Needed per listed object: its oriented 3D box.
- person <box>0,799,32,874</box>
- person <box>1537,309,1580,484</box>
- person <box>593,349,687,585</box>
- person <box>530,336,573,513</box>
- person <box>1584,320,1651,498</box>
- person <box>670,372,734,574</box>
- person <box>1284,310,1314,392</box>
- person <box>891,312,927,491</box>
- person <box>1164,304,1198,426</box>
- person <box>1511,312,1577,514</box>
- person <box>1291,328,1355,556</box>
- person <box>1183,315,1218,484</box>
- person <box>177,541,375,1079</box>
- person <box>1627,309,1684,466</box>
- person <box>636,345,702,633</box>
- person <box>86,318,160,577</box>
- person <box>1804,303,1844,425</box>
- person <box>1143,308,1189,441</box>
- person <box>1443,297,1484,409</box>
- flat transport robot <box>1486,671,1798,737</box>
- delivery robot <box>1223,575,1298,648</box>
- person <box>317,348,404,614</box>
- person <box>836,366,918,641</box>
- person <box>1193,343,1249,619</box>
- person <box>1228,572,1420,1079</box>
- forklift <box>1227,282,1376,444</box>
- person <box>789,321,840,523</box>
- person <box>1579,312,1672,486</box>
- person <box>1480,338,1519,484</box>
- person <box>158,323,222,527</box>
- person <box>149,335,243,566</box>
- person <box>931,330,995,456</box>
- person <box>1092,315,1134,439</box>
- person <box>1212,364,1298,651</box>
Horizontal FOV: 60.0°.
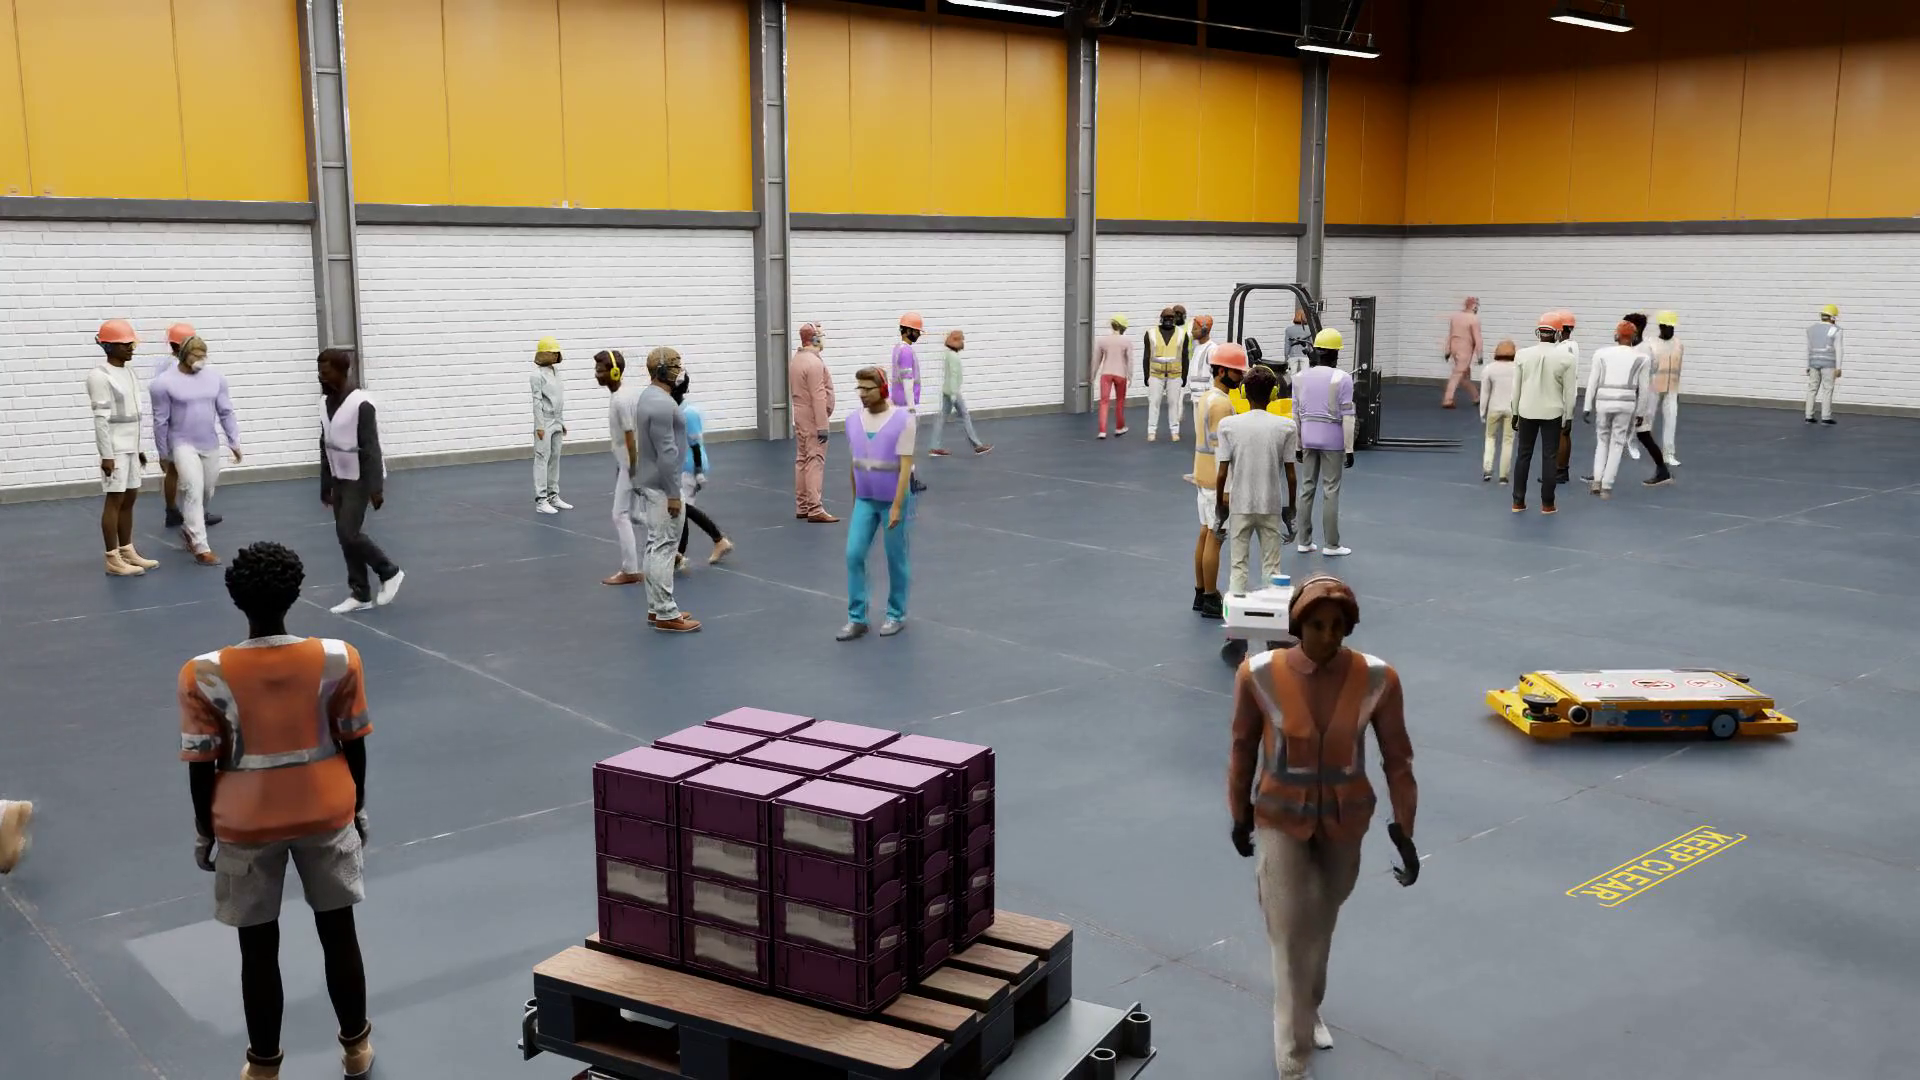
[{"bbox_3d":[-3.977,0.555,6.333,0.637,1.820,0.749,7,12,34],"label":"person"},{"bbox_3d":[6.701,-1.597,18.581,0.349,1.942,0.543,6,11,32],"label":"person"},{"bbox_3d":[-2.471,-0.560,12.842,0.643,1.836,0.545,-2,10,-10],"label":"person"},{"bbox_3d":[-4.059,-1.144,16.508,0.295,1.744,0.484,3,10,16],"label":"person"},{"bbox_3d":[6.908,-1.371,17.496,0.605,1.855,0.598,5,11,28],"label":"person"},{"bbox_3d":[-2.163,-0.575,13.393,0.698,1.672,0.547,-5,11,-27],"label":"person"},{"bbox_3d":[5.720,-3.058,28.032,0.507,1.632,0.265,3,10,17],"label":"person"},{"bbox_3d":[-0.555,-1.502,18.064,0.369,1.929,0.542,-2,10,-11],"label":"person"},{"bbox_3d":[3.303,-2.650,25.132,0.622,1.818,0.810,5,11,28],"label":"person"},{"bbox_3d":[5.737,-1.240,16.376,0.619,1.989,0.396,6,11,31],"label":"person"},{"bbox_3d":[3.081,-0.823,14.090,0.588,1.927,0.365,9,13,42],"label":"person"},{"bbox_3d":[2.714,-1.561,18.535,0.337,1.882,0.585,-2,10,-9],"label":"person"},{"bbox_3d":[-2.028,0.847,4.984,0.536,1.696,0.322,-5,11,-29],"label":"person"},{"bbox_3d":[8.560,-1.883,20.406,0.598,1.896,0.898,-2,10,-11],"label":"person"},{"bbox_3d":[-1.989,-0.343,11.248,0.372,1.940,0.632,-3,10,-19],"label":"person"},{"bbox_3d":[-6.651,-0.737,13.245,0.396,2.042,0.610,0,10,-1],"label":"person"},{"bbox_3d":[12.994,-2.637,24.997,0.404,1.827,0.599,-6,11,-30],"label":"person"},{"bbox_3d":[2.820,-2.258,22.788,0.631,1.838,0.430,1,10,5],"label":"person"},{"bbox_3d":[8.483,-3.113,27.723,1.014,1.846,0.663,-3,10,-19],"label":"person"},{"bbox_3d":[3.668,0.874,8.996,1.431,0.197,0.652,0,10,-2],"label":"flat transport robot"},{"bbox_3d":[1.988,0.461,10.310,0.707,0.478,0.477,2,10,13],"label":"delivery robot"},{"bbox_3d":[-4.307,-0.416,11.794,0.624,1.897,0.459,8,13,40],"label":"person"},{"bbox_3d":[-0.567,-0.228,10.950,0.560,1.813,0.723,5,11,28],"label":"person"},{"bbox_3d":[1.836,-0.416,11.700,0.374,1.930,0.542,0,10,-2],"label":"person"},{"bbox_3d":[1.090,0.889,5.028,0.537,1.581,0.870,0,10,2],"label":"person"},{"bbox_3d":[4.328,-2.346,22.227,2.313,2.155,1.214,3,10,16],"label":"forklift"},{"bbox_3d":[-1.389,-1.124,15.896,0.409,1.913,0.651,-4,11,-24],"label":"person"},{"bbox_3d":[7.435,-1.548,18.354,0.947,1.926,0.621,1,10,5],"label":"person"},{"bbox_3d":[6.072,-1.436,18.573,0.515,1.621,0.428,3,10,19],"label":"person"},{"bbox_3d":[-7.215,-1.063,15.538,0.558,1.907,0.656,-7,12,-36],"label":"person"},{"bbox_3d":[-6.419,-0.768,13.881,0.927,1.900,0.637,7,12,37],"label":"person"},{"bbox_3d":[0.009,-1.854,21.078,0.825,1.585,0.523,-2,10,-10],"label":"person"},{"bbox_3d":[2.136,-2.279,23.269,0.591,1.709,0.880,2,10,13],"label":"person"},{"bbox_3d":[1.839,-0.158,10.369,0.526,1.869,0.315,2,10,10],"label":"person"}]
